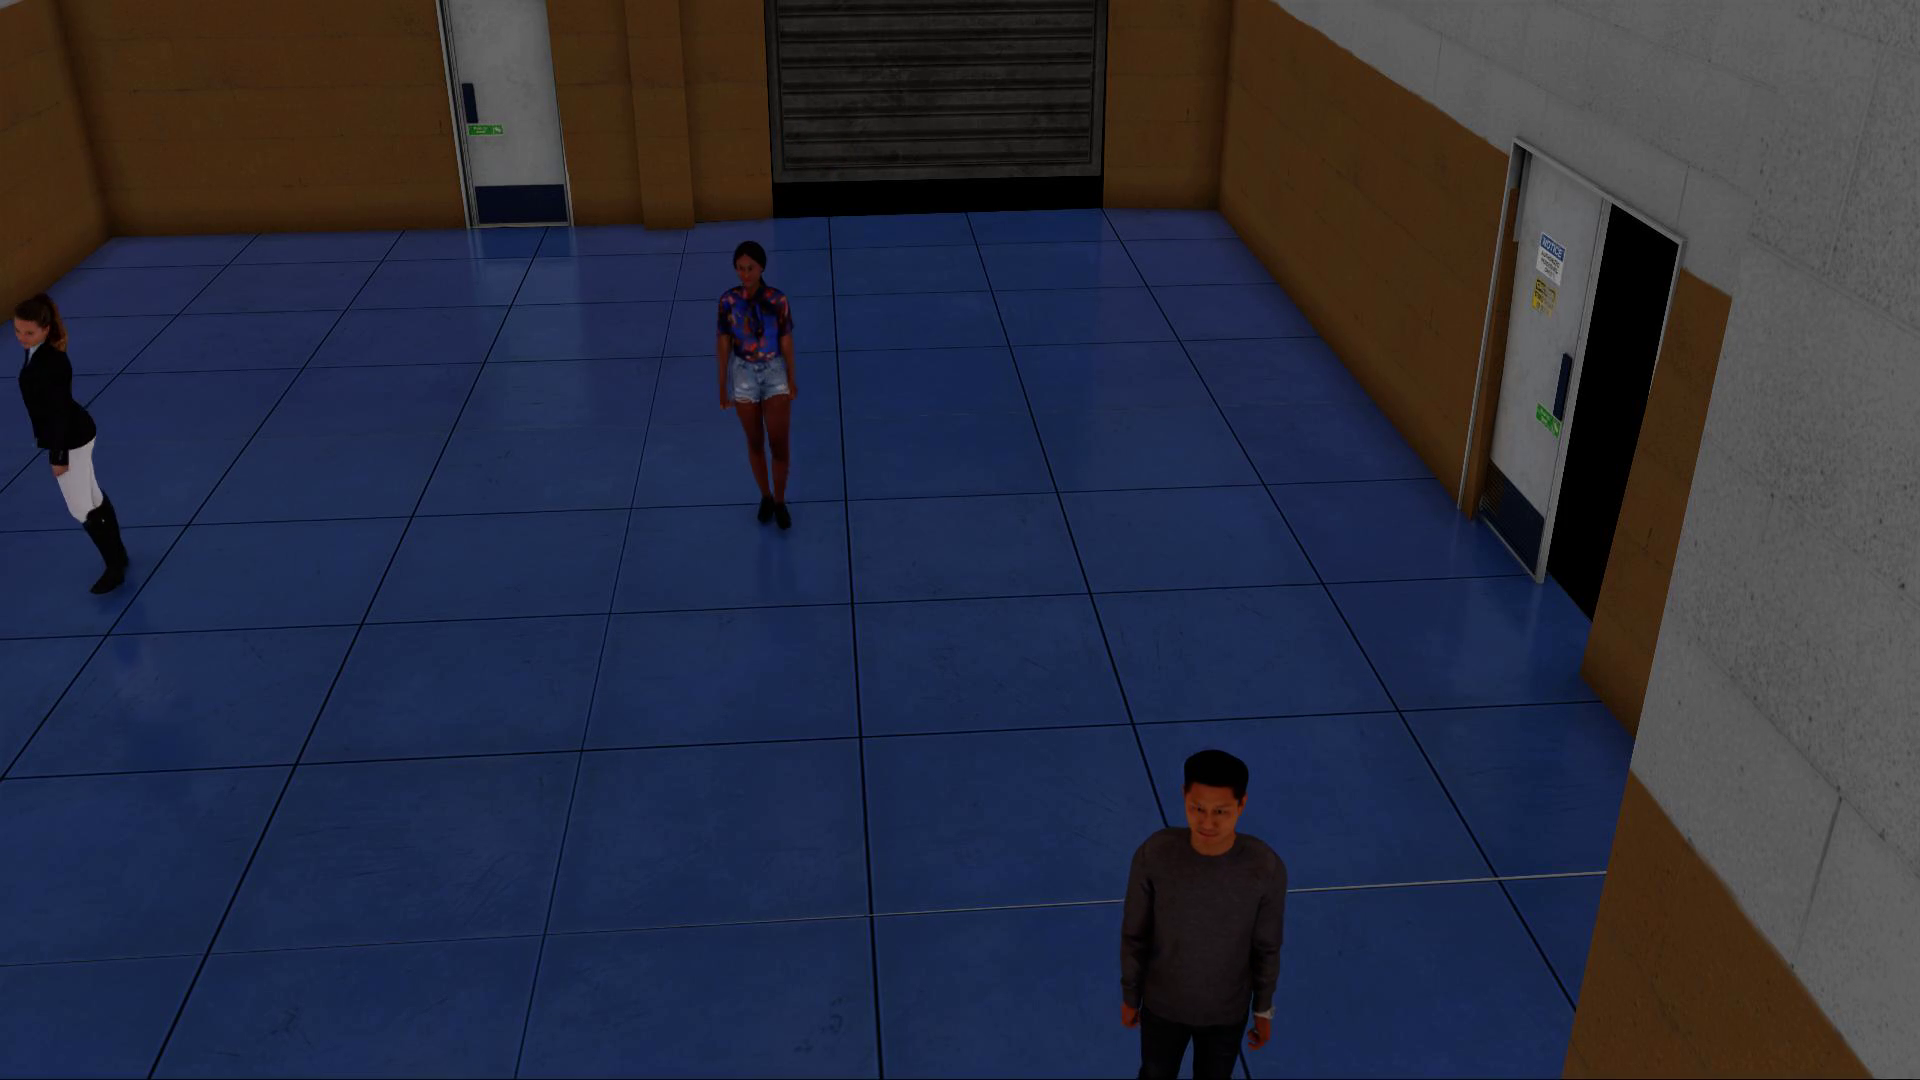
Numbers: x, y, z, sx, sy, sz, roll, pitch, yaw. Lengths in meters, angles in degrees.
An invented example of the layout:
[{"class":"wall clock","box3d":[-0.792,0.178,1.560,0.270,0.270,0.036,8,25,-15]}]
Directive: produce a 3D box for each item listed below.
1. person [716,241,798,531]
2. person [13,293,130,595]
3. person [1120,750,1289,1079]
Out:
[{"class":"person","box3d":[-1.182,-0.943,9.869,0.608,1.731,0.674,-1,27,-2]},{"class":"person","box3d":[-4.826,-0.543,9.072,0.752,1.722,0.844,-10,29,-19]},{"class":"person","box3d":[0.742,1.410,5.189,0.562,1.768,0.751,-13,29,-23]}]
